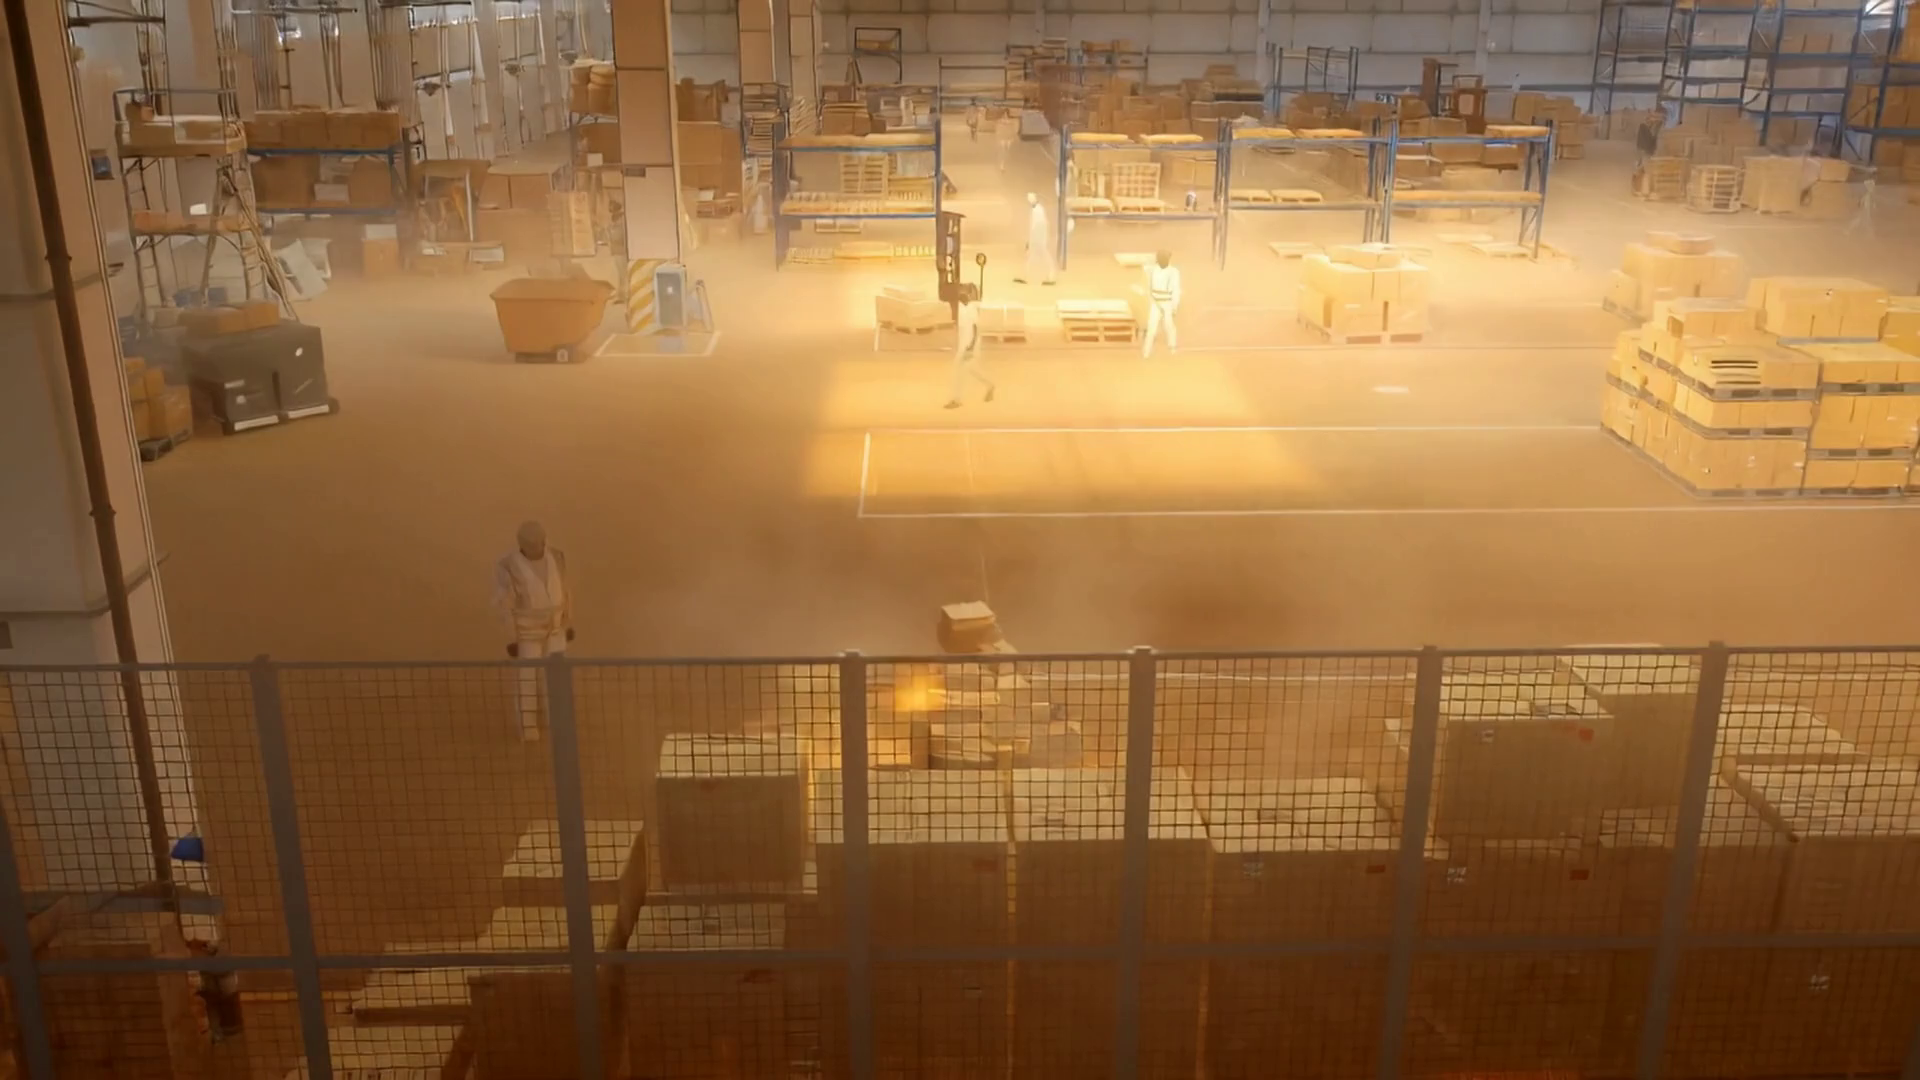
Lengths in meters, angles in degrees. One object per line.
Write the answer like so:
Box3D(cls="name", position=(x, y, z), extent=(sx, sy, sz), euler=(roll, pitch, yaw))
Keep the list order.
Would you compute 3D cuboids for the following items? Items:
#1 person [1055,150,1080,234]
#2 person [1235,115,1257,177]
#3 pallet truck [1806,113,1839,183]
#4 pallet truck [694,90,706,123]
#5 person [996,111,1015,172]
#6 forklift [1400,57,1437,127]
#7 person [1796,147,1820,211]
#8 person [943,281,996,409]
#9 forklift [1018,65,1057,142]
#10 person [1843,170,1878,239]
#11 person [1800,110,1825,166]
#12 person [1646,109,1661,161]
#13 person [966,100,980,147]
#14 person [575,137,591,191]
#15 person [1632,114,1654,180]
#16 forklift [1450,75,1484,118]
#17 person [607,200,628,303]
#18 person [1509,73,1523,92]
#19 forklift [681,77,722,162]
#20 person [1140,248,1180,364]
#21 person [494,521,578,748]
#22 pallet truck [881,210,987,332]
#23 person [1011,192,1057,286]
Box3D(cls="person", position=(2.546, -8.455, 40.248), extent=(0.688, 2.000, 0.539), euler=(-18, 25, -42))
Box3D(cls="person", position=(8.921, -12.276, 51.840), extent=(0.644, 1.883, 1.081), euler=(-7, 20, -21))
Box3D(cls="pallet truck", position=(26.403, -11.957, 50.702), extent=(0.823, 1.965, 1.885), euler=(6, 19, 16))
Box3D(cls="pallet truck", position=(-9.671, -15.907, 62.421), extent=(0.823, 1.965, 1.885), euler=(5, 19, 15))
Box3D(cls="person", position=(1.434, -12.764, 53.223), extent=(0.636, 1.924, 0.669), euler=(-5, 19, -13))
Box3D(cls="forklift", position=(19.315, -18.501, 68.754), extent=(1.873, 2.768, 1.129), euler=(-1, 19, -1))
Box3D(cls="person", position=(22.632, -9.605, 44.242), extent=(0.556, 1.646, 0.856), euler=(-4, 19, -12))
Box3D(cls="person", position=(0.149, -2.802, 23.792), extent=(0.800, 1.844, 0.522), euler=(-16, 24, -39))
Box3D(cls="forklift", position=(3.207, -16.537, 62.930), extent=(1.873, 2.768, 1.129), euler=(-3, 19, -8))
Box3D(cls="person", position=(21.547, -8.012, 39.609), extent=(0.520, 1.600, 0.838), euler=(-16, 25, -40))
Box3D(cls="person", position=(27.925, -13.166, 54.559), extent=(0.756, 1.819, 0.654), euler=(1, 19, 4))
Box3D(cls="person", position=(22.511, -13.047, 54.074), extent=(0.391, 1.912, 0.589), euler=(-4, 19, -11))
Box3D(cls="person", position=(0.476, -15.393, 61.397), extent=(0.535, 1.670, 0.780), euler=(0, 19, 1))
Box3D(cls="person", position=(-9.981, -9.699, 44.117), extent=(0.400, 1.921, 0.612), euler=(-4, 19, -12))
Box3D(cls="person", position=(20.897, -11.988, 50.801), extent=(0.397, 1.992, 0.622), euler=(-3, 19, -8))
Box3D(cls="forklift", position=(17.159, -14.386, 56.549), extent=(1.129, 2.768, 1.873), euler=(-1, 19, -2))
Box3D(cls="person", position=(-6.468, -5.480, 31.595), extent=(0.382, 1.928, 0.587), euler=(-12, 22, -31))
Box3D(cls="person", position=(24.844, -19.899, 74.357), extent=(0.551, 1.934, 0.373), euler=(8, 20, 23))
Box3D(cls="forklift", position=(-8.926, -13.867, 55.007), extent=(1.873, 2.768, 1.129), euler=(-1, 19, -1))
Box3D(cls="person", position=(3.228, -3.751, 26.617), extent=(0.601, 1.830, 0.977), euler=(12, 22, 32))
Box3D(cls="person", position=(-3.361, 0.731, 13.297), extent=(0.429, 1.846, 0.633), euler=(17, 25, 42))
Box3D(cls="pallet truck", position=(-0.493, -4.759, 29.349), extent=(1.885, 1.965, 0.823), euler=(-13, 23, -34))
Box3D(cls="person", position=(1.482, -5.996, 33.207), extent=(1.028, 1.869, 0.621), euler=(1, 19, 4))
